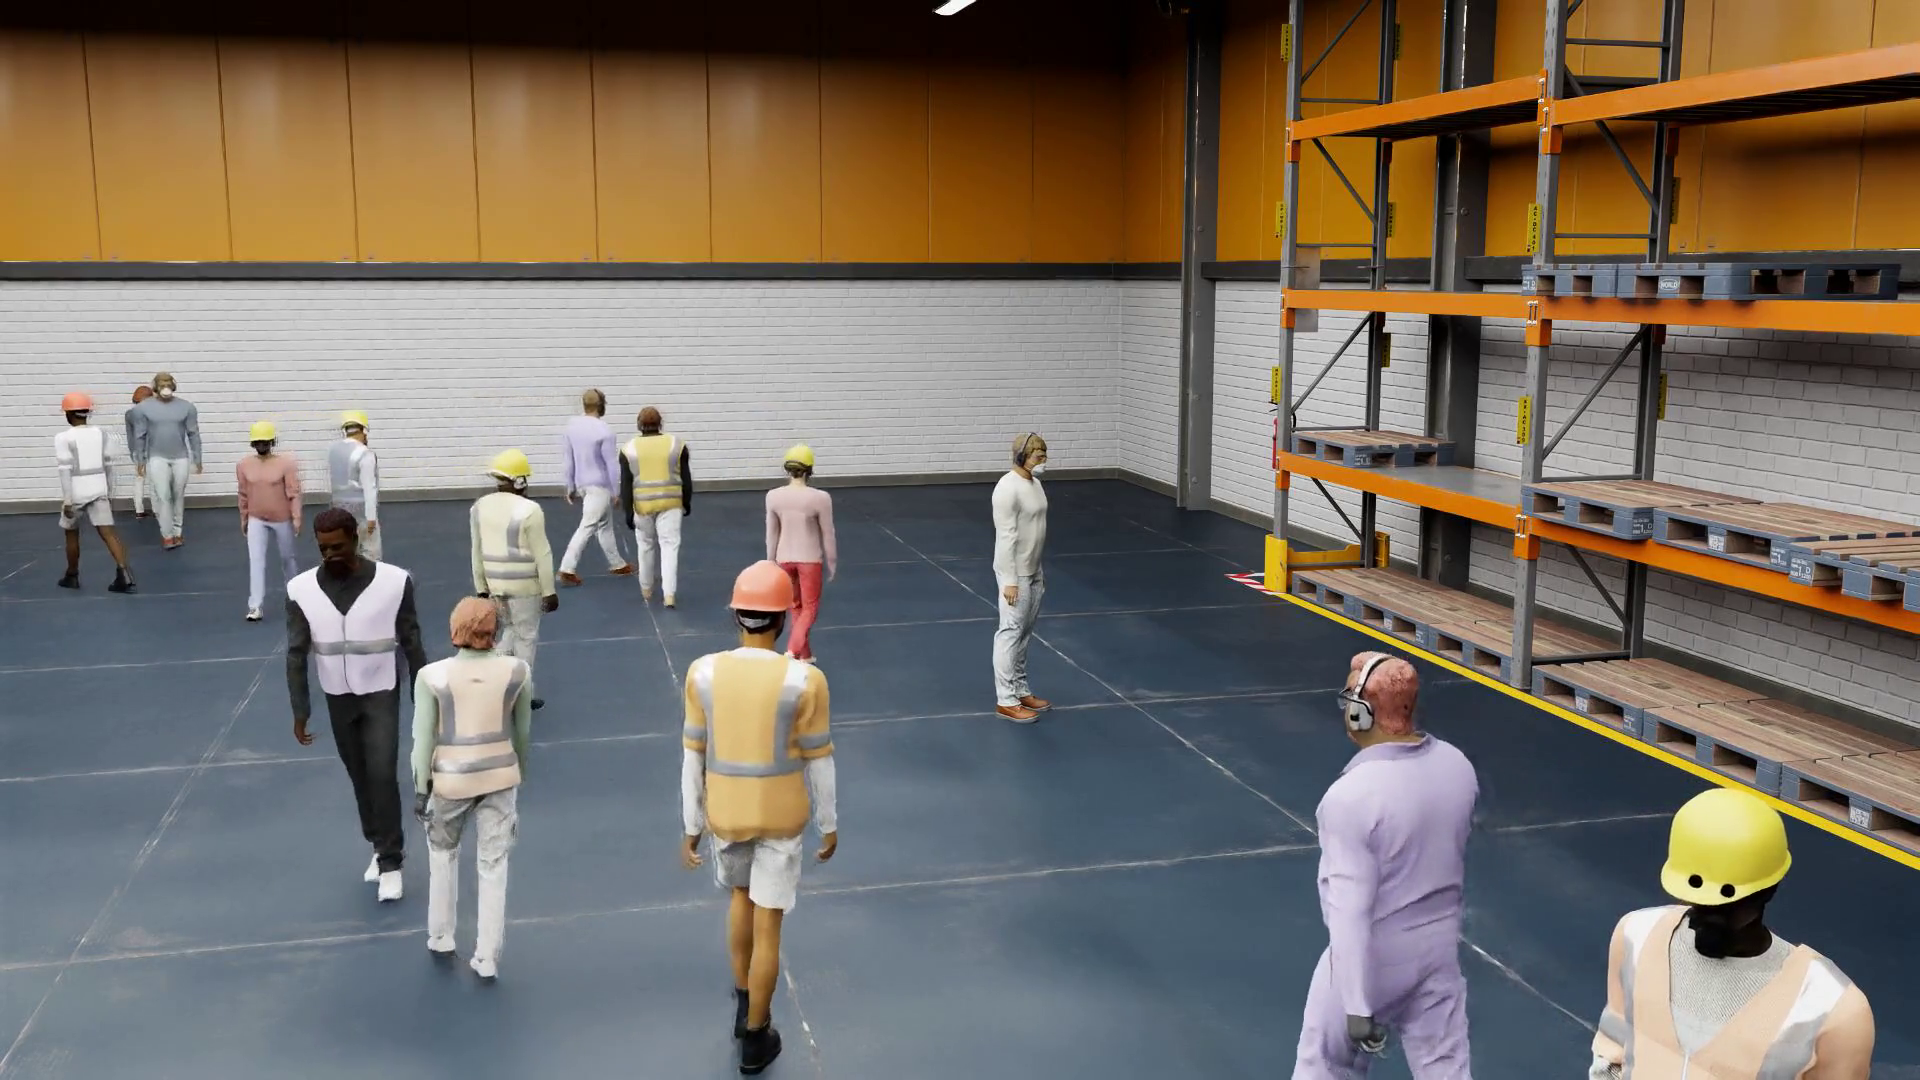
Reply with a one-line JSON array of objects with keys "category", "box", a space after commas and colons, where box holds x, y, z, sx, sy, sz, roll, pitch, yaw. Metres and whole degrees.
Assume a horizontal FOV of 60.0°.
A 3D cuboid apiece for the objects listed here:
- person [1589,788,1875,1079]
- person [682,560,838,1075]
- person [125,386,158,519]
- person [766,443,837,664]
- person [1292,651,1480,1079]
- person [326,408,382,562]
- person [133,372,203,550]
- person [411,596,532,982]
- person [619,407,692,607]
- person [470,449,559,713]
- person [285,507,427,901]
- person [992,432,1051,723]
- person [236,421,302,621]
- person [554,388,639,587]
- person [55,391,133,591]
[{"category": "person", "box": [1.610, 1.457, 3.599, 0.373, 1.921, 0.585, -7, 11, -37]}, {"category": "person", "box": [-0.733, 1.023, 6.321, 0.563, 1.912, 0.646, 2, 9, 11]}, {"category": "person", "box": [-9.920, -1.068, 20.288, 0.493, 1.625, 0.280, 2, 9, 11]}, {"category": "person", "box": [-1.194, 0.158, 12.280, 0.531, 1.738, 0.785, 3, 9, 16]}, {"category": "person", "box": [1.288, 1.257, 5.072, 0.639, 1.856, 1.015, -6, 11, -32]}, {"category": "person", "box": [-5.391, -0.257, 14.676, 0.616, 1.799, 0.639, 6, 11, 33]}, {"category": "person", "box": [-8.514, -0.844, 17.970, 0.655, 1.914, 0.803, -6, 11, -35]}, {"category": "person", "box": [-2.095, 1.040, 7.134, 0.525, 1.614, 0.631, -5, 10, -27]}, {"category": "person", "box": [-2.736, -0.304, 15.004, 0.629, 1.804, 0.926, -1, 9, -8]}, {"category": "person", "box": [-2.977, 0.293, 11.178, 0.601, 1.815, 0.429, 6, 11, 32]}, {"category": "person", "box": [-2.894, 0.774, 7.952, 0.614, 1.882, 0.768, 0, 9, -3]}, {"category": "person", "box": [0.417, 0.239, 11.164, 0.370, 1.934, 0.627, 3, 10, 21]}, {"category": "person", "box": [-5.996, -0.181, 14.465, 0.551, 1.713, 0.931, -1, 9, -7]}, {"category": "person", "box": [-3.532, -0.513, 15.982, 0.640, 1.896, 1.025, 8, 12, 41]}, {"category": "person", "box": [-8.158, -0.449, 15.592, 0.968, 1.900, 0.557, 5, 11, 30]}]
